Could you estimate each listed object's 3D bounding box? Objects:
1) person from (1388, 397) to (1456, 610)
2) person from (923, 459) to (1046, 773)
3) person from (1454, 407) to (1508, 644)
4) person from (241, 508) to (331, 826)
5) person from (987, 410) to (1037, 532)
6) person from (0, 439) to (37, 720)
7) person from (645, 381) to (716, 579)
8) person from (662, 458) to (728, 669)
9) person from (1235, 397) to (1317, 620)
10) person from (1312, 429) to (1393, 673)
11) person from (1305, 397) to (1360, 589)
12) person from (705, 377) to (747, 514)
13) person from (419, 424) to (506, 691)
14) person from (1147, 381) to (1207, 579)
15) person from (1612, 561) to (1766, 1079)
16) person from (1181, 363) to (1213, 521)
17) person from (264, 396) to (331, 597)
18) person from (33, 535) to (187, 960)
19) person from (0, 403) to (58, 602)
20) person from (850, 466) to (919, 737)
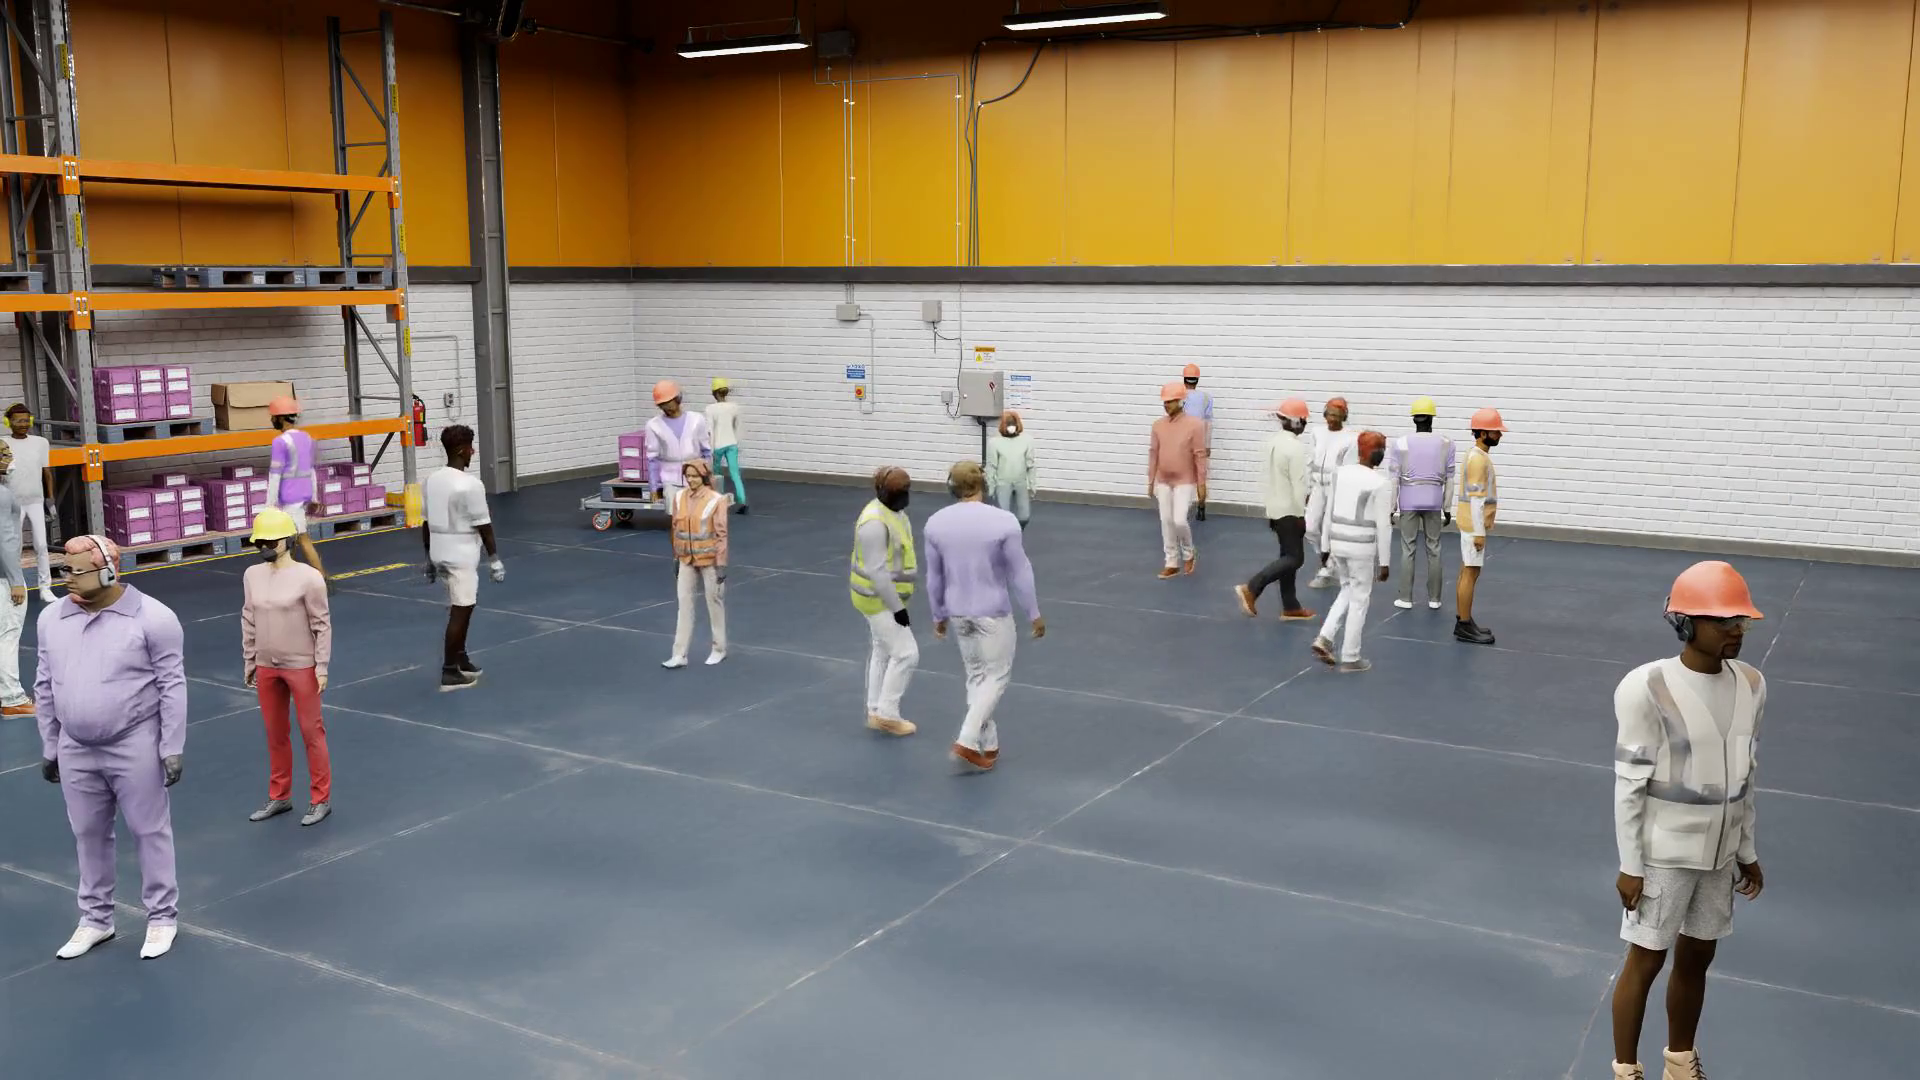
[{"bbox_3d":[4.146,-0.323,15.000,0.589,1.923,0.383,1,9,6],"label":"person"},{"bbox_3d":[0.121,0.466,10.114,0.731,1.912,0.612,5,10,28],"label":"person"},{"bbox_3d":[4.285,-0.125,13.717,0.374,1.939,0.545,3,9,16],"label":"person"},{"bbox_3d":[-3.713,0.696,9.139,0.535,1.765,0.322,3,9,15],"label":"person"},{"bbox_3d":[0.538,-0.551,17.374,0.526,1.620,0.393,-2,9,-10],"label":"person"},{"bbox_3d":[-6.550,0.255,11.352,0.630,1.940,0.372,8,12,40],"label":"person"},{"bbox_3d":[-2.777,-0.597,16.507,0.680,1.992,0.702,-2,9,-15],"label":"person"},{"bbox_3d":[-2.018,0.184,12.786,0.535,1.629,0.484,4,10,26],"label":"person"},{"bbox_3d":[2.763,-0.252,14.387,0.696,1.976,0.632,-1,9,-8],"label":"person"},{"bbox_3d":[2.985,0.094,12.588,0.460,1.868,0.626,-6,11,-31],"label":"person"},{"bbox_3d":[3.557,-0.450,15.971,0.424,1.865,0.612,-8,12,-42],"label":"person"},{"bbox_3d":[-2.978,-1.195,21.087,0.528,1.735,0.900,-7,11,-35],"label":"person"},{"bbox_3d":[-3.617,0.120,12.189,0.618,1.943,0.648,7,12,38],"label":"person"},{"bbox_3d":[2.117,-0.582,16.460,0.642,1.969,0.448,7,12,38],"label":"person"},{"bbox_3d":[2.570,1.083,5.845,0.605,2.048,0.369,-3,10,-20],"label":"person"},{"bbox_3d":[2.817,-1.195,20.402,0.548,1.937,0.379,-1,9,-5],"label":"person"},{"bbox_3d":[-6.337,-0.400,15.595,0.906,1.890,0.563,1,9,5],"label":"person"},{"bbox_3d":[-3.752,0.916,7.335,0.645,1.903,0.400,0,9,2],"label":"person"},{"bbox_3d":[-8.562,-0.325,15.227,0.511,1.860,0.318,-9,12,-43],"label":"person"},{"bbox_3d":[-0.463,0.409,10.827,0.471,1.806,0.642,2,9,11],"label":"person"}]
